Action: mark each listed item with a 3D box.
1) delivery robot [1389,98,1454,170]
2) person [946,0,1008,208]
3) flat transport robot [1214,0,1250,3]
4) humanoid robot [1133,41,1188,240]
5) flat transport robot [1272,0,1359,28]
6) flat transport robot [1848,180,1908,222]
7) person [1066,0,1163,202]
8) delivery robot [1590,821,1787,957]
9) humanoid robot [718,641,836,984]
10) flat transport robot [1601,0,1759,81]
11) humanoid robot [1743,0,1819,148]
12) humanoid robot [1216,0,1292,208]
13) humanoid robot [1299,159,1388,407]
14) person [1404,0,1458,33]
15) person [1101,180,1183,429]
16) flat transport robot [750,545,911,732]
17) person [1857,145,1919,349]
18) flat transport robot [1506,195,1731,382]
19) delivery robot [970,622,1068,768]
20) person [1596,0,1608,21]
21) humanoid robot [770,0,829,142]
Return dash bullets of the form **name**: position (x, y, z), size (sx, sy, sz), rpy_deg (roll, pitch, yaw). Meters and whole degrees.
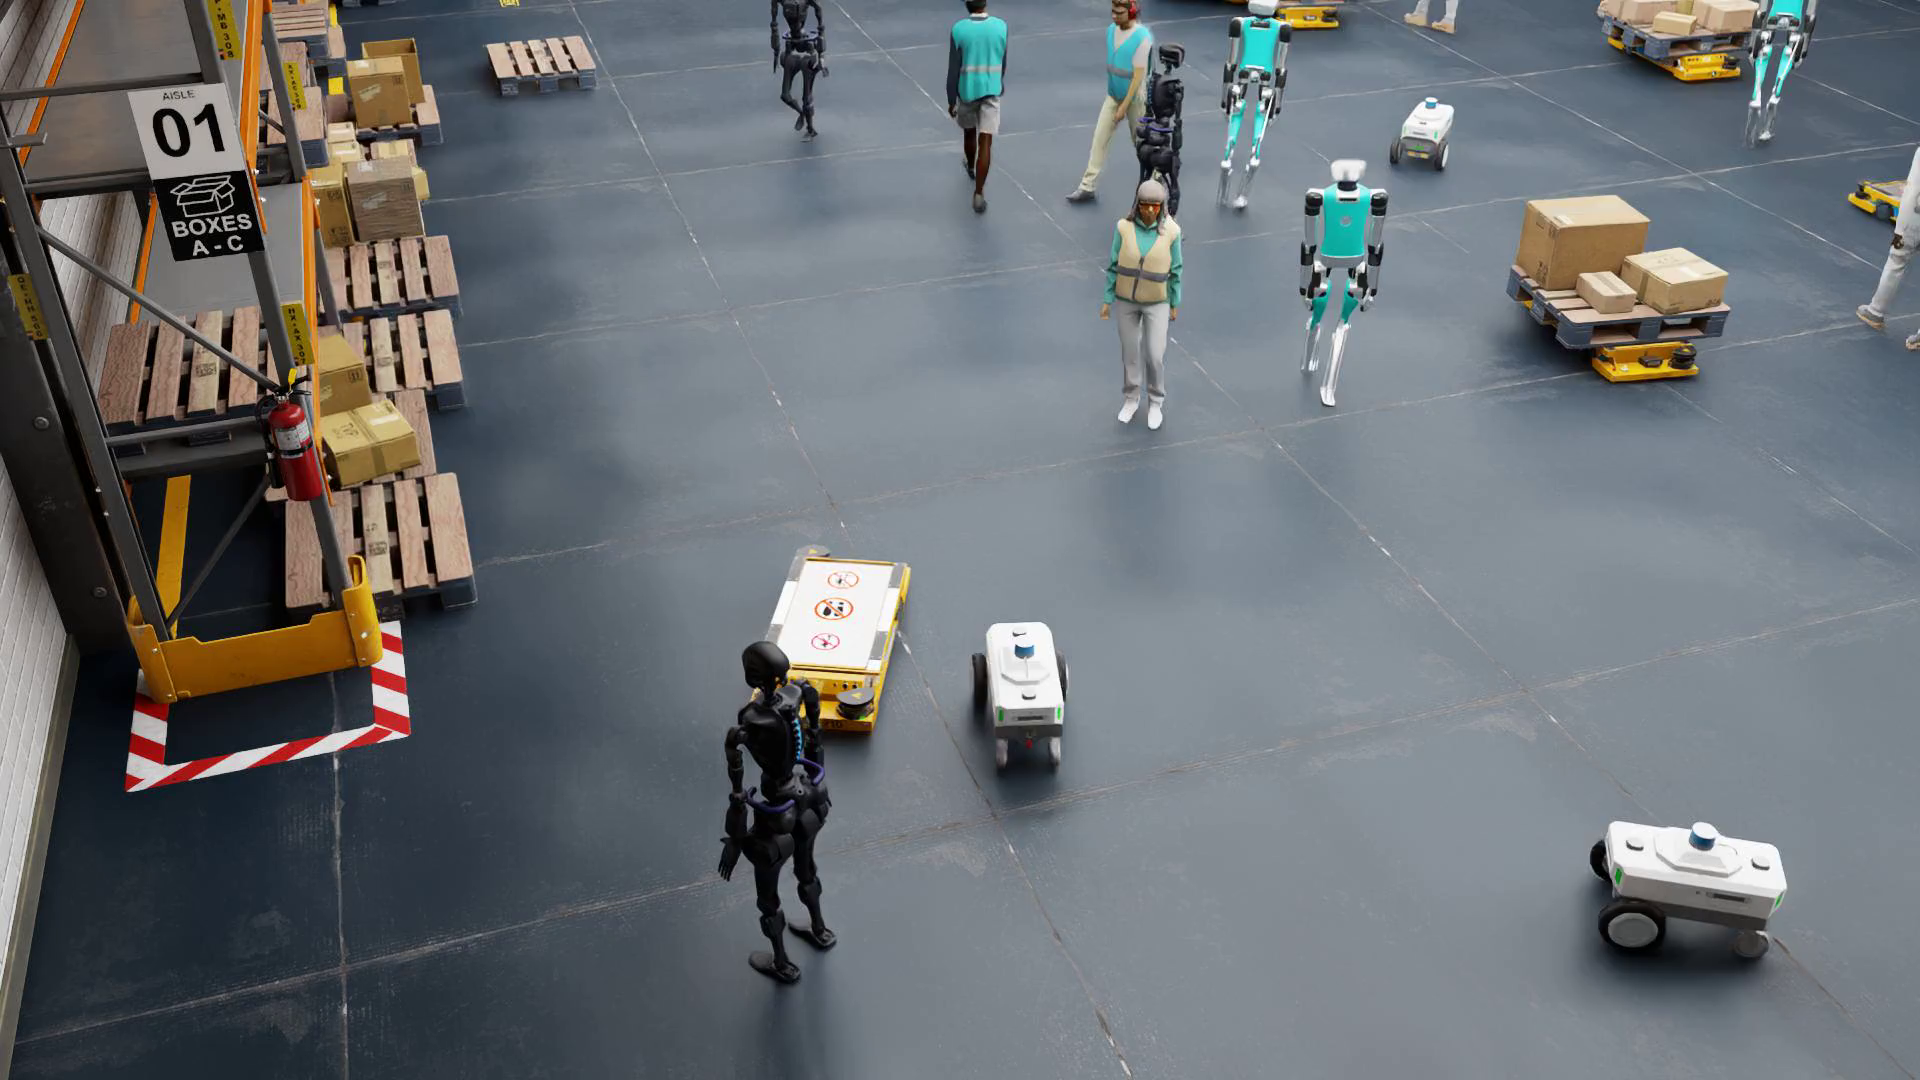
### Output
- **delivery robot**: position (4.311, -3.767, 15.391), size (0.499, 0.613, 0.807), rpy_deg (15, 36, 21)
- **person**: position (0.140, -3.895, 14.365), size (0.522, 1.864, 1.044), rpy_deg (-1, 33, -1)
- **flat transport robot**: position (2.963, -6.788, 20.270), size (1.431, 0.231, 0.659), rpy_deg (17, 37, 24)
- **humanoid robot**: position (1.624, -3.236, 13.540), size (0.483, 1.640, 0.588), rpy_deg (-13, 35, -19)
- **flat transport robot**: position (3.919, -6.276, 19.485), size (0.659, 0.231, 1.431), rpy_deg (-3, 33, -5)
- **flat transport robot**: position (8.301, -2.724, 14.036), size (0.659, 0.231, 1.431), rpy_deg (-10, 35, -15)
- **person**: position (1.415, -3.814, 14.310), size (0.956, 1.791, 0.560), rpy_deg (-22, 39, -30)
- **delivery robot**: position (3.195, 1.482, 7.296), size (0.738, 0.563, 0.499), rpy_deg (7, 34, 11)
- **humanoid robot**: position (-0.745, 1.118, 6.851), size (0.307, 1.652, 0.616), rpy_deg (21, 39, 29)
- **flat transport robot**: position (7.693, -5.272, 17.944), size (0.659, 0.231, 1.431), rpy_deg (-8, 34, -13)
- **humanoid robot**: position (7.539, -4.440, 15.408), size (0.548, 1.881, 0.742), rpy_deg (15, 36, 21)
- **humanoid robot**: position (2.447, -3.597, 14.077), size (0.530, 1.839, 0.705), rpy_deg (8, 34, 13)
- **humanoid robot**: position (2.536, -1.752, 11.306), size (0.556, 1.896, 0.760), rpy_deg (4, 33, 6)
- **person**: position (5.432, -6.698, 18.684), size (0.478, 1.846, 0.746), rpy_deg (-21, 39, -29)
- **person**: position (1.183, -1.527, 10.894), size (0.474, 1.701, 0.527), rpy_deg (11, 35, 17)
- **flat transport robot**: position (-0.690, 0.513, 9.071), size (0.659, 0.231, 1.431), rpy_deg (4, 33, 5)
- **person**: position (6.970, -2.283, 11.900), size (0.576, 1.860, 0.802), rpy_deg (4, 33, 6)
- **flat transport robot**: position (4.778, -1.578, 12.279), size (0.659, 0.231, 1.431), rpy_deg (-6, 34, -8)
- **delivery robot**: position (0.320, 0.742, 8.475), size (0.499, 0.613, 0.796), rpy_deg (-2, 33, -3)
- **person**: position (7.660, -6.766, 18.980), size (0.410, 1.636, 0.616), rpy_deg (20, 38, 27)
- **humanoid robot**: position (-1.475, -4.573, 15.589), size (0.589, 1.648, 0.393), rpy_deg (12, 35, 17)
